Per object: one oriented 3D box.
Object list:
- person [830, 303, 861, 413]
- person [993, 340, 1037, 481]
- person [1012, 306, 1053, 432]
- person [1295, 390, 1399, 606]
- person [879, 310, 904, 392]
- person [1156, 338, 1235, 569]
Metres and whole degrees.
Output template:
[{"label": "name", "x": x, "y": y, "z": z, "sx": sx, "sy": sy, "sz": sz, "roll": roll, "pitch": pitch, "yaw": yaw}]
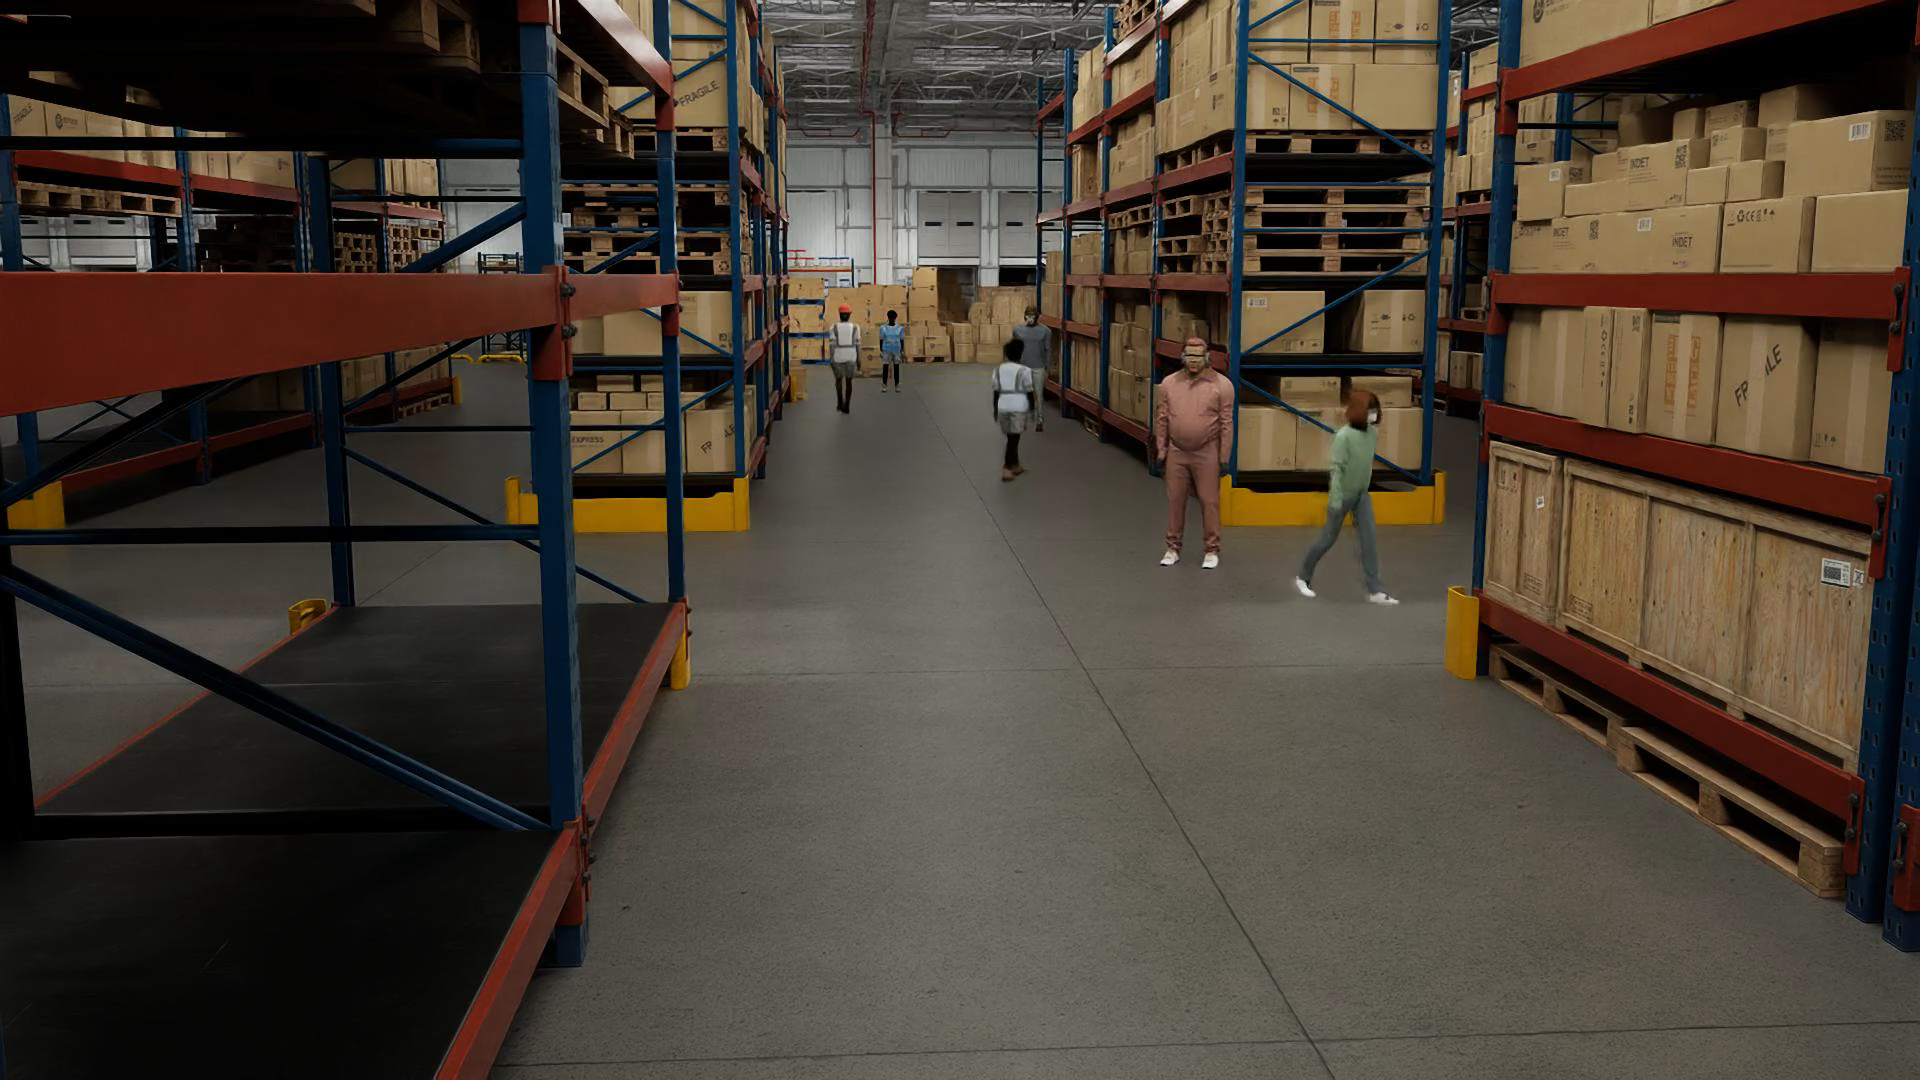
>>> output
[{"label": "person", "x": -2.014, "y": -3.193, "z": 29.224, "sx": 0.563, "sy": 1.901, "sz": 0.859, "roll": -1, "pitch": 9, "yaw": -7}, {"label": "person", "x": 0.647, "y": -1.530, "z": 19.619, "sx": 0.545, "sy": 1.639, "sz": 0.844, "roll": 7, "pitch": 11, "yaw": 36}, {"label": "person", "x": 1.102, "y": -2.632, "z": 25.605, "sx": 0.636, "sy": 1.938, "sz": 0.354, "roll": 2, "pitch": 9, "yaw": 10}, {"label": "person", "x": 2.840, "y": -0.328, "z": 12.241, "sx": 0.509, "sy": 1.585, "sz": 0.822, "roll": -7, "pitch": 11, "yaw": -38}, {"label": "person", "x": -1.405, "y": -3.870, "z": 34.146, "sx": 0.533, "sy": 1.692, "sz": 0.319, "roll": -1, "pitch": 9, "yaw": -6}, {"label": "person", "x": 1.917, "y": -0.708, "z": 13.666, "sx": 0.647, "sy": 1.898, "sz": 0.398, "roll": 4, "pitch": 10, "yaw": 25}]
